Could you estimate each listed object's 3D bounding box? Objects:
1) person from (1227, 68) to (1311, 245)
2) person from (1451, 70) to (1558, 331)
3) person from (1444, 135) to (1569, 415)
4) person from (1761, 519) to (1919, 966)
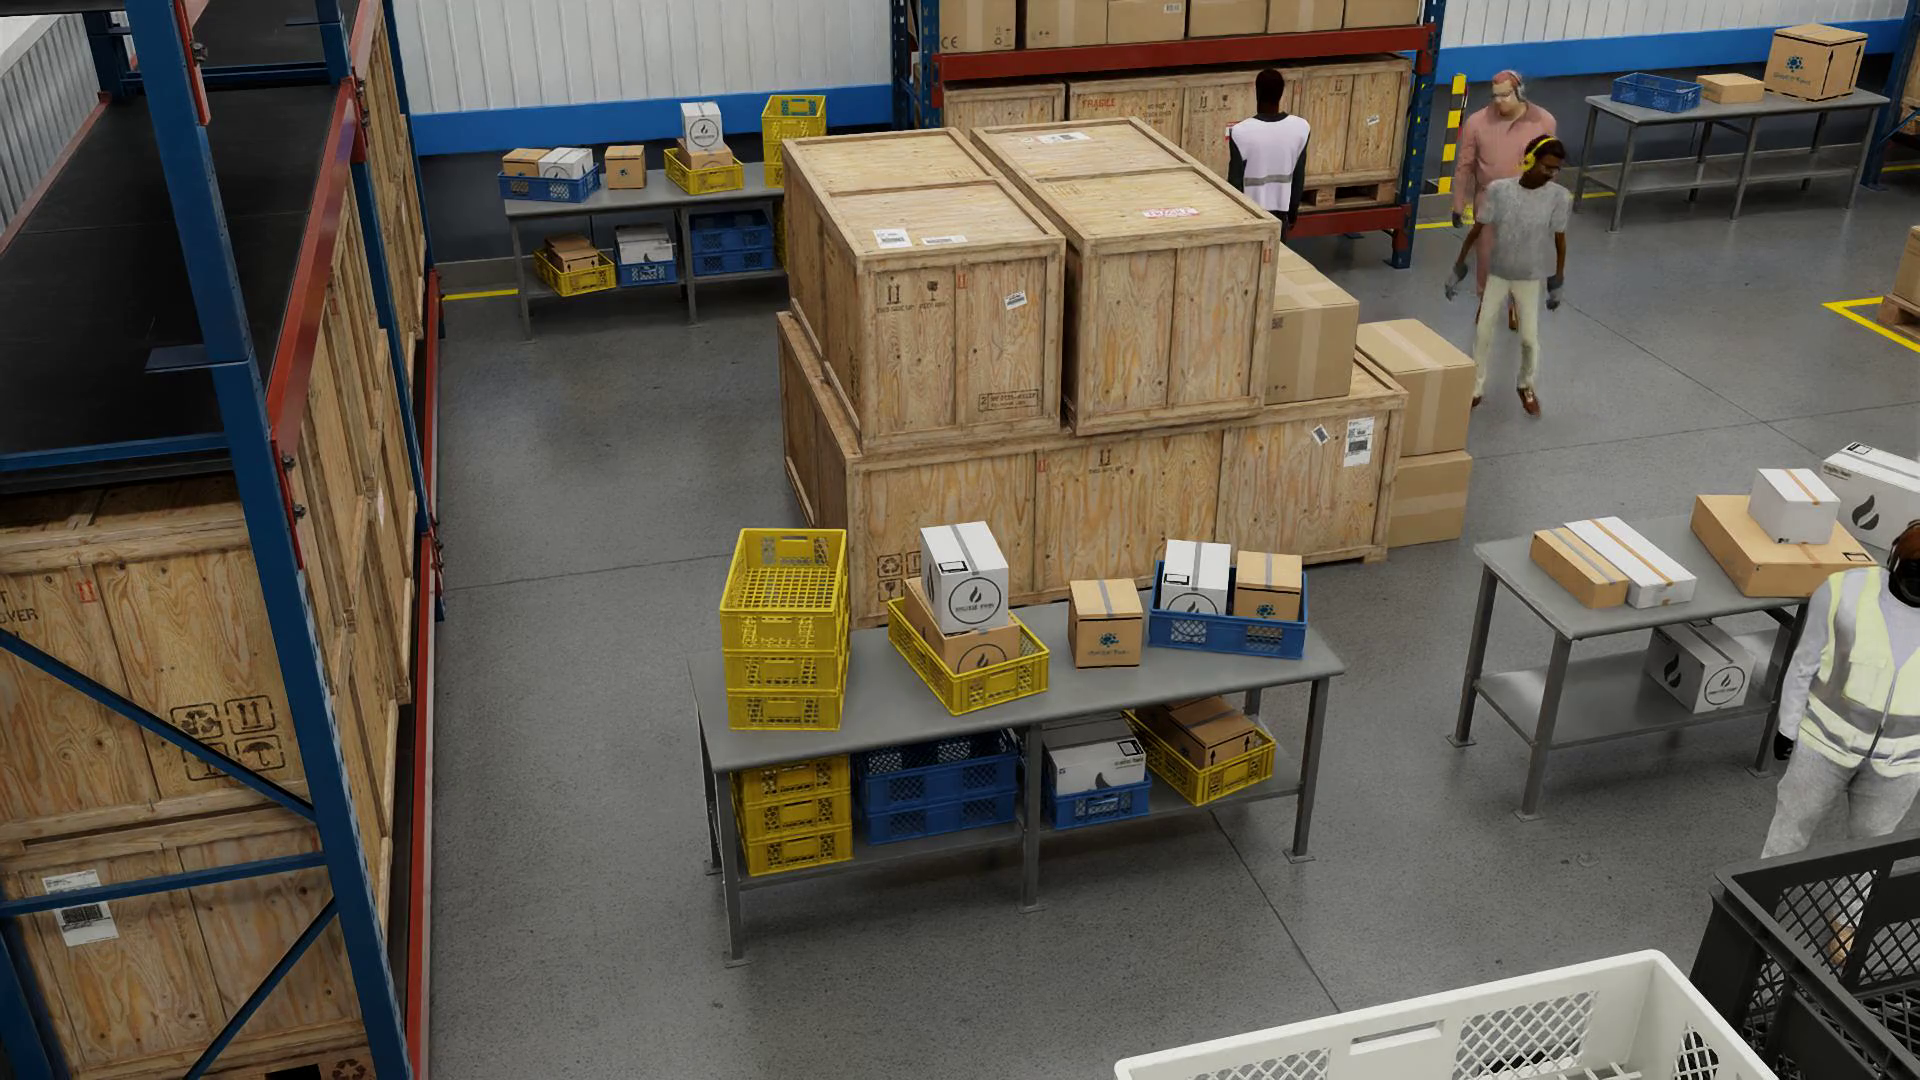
[{"bbox_3d":[2.102,-2.300,11.570,0.593,1.917,0.388,-8,30,-15],"label":"person"},{"bbox_3d":[3.835,-2.412,11.827,0.658,1.866,0.504,10,30,18],"label":"person"},{"bbox_3d":[3.446,-1.666,10.505,0.725,1.843,0.447,13,31,22],"label":"person"},{"bbox_3d":[3.326,0.749,6.113,0.627,1.844,0.429,12,31,21],"label":"person"}]
